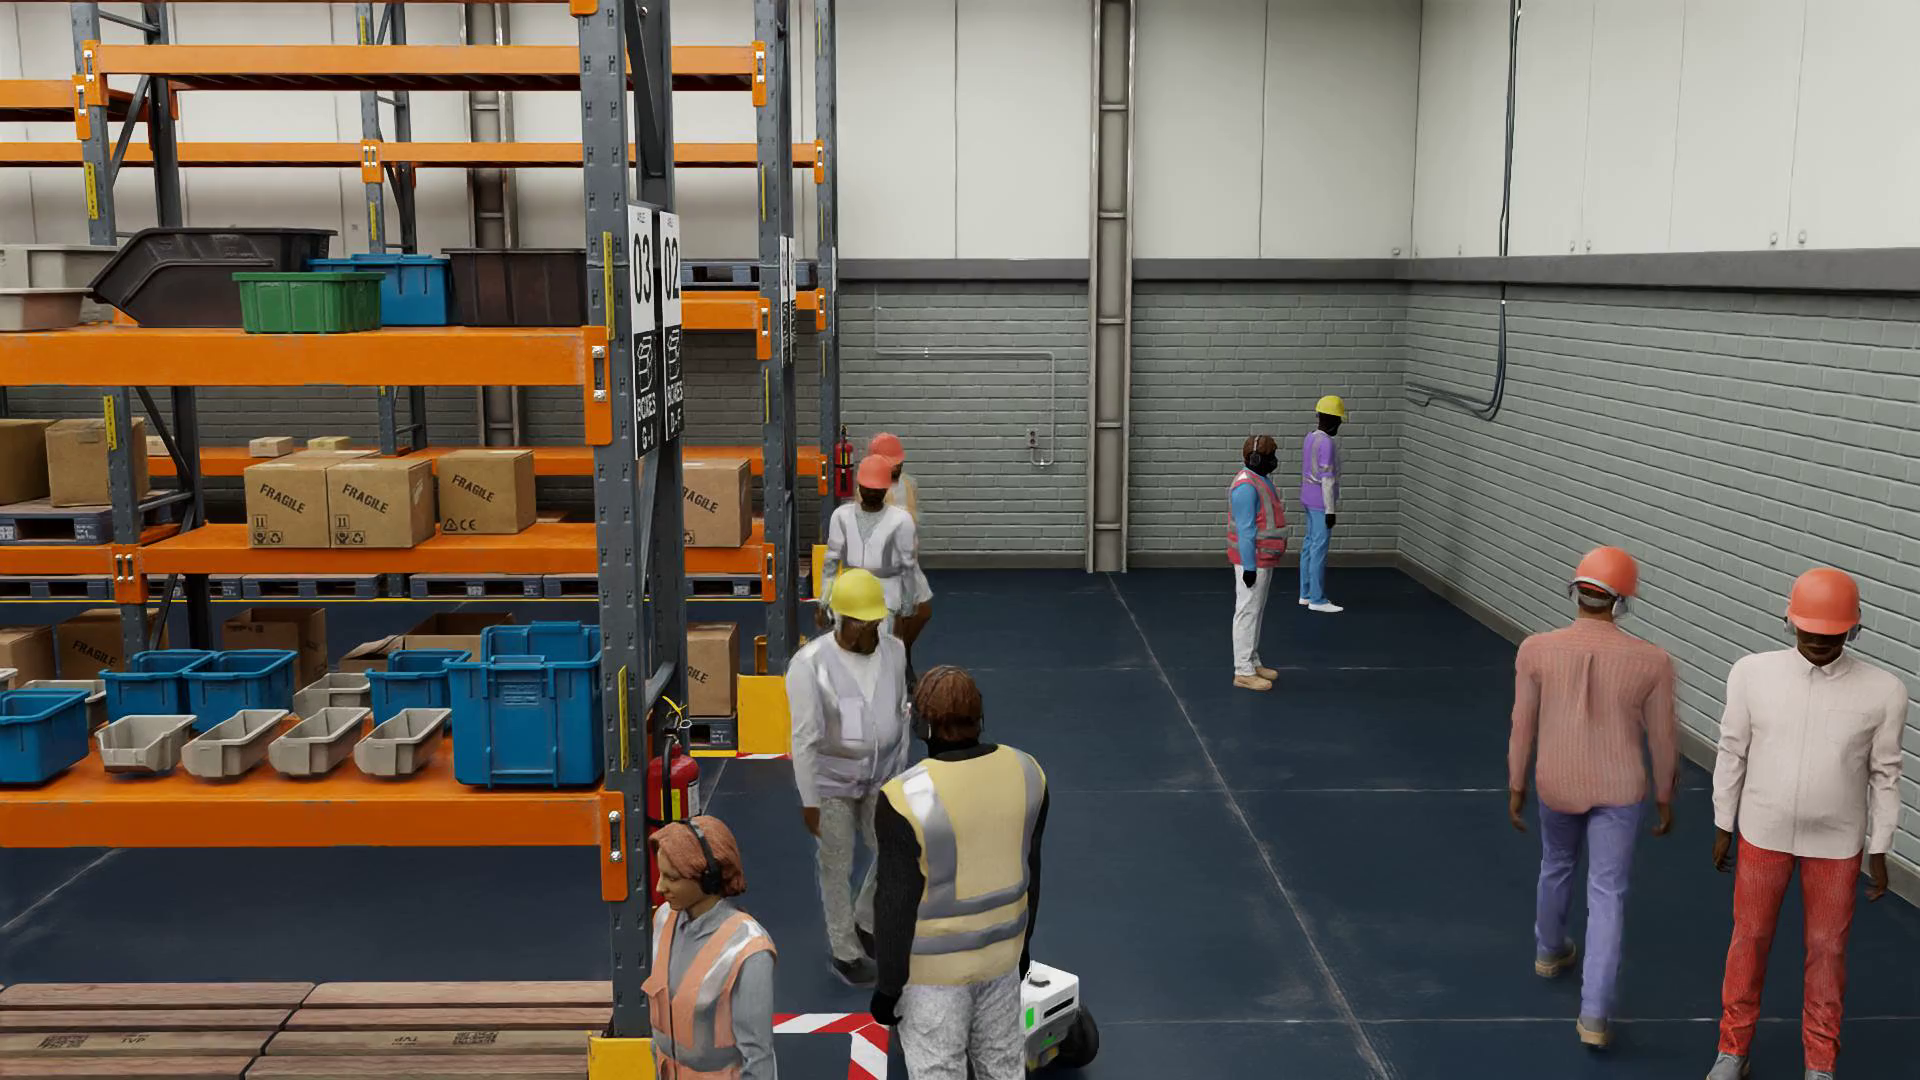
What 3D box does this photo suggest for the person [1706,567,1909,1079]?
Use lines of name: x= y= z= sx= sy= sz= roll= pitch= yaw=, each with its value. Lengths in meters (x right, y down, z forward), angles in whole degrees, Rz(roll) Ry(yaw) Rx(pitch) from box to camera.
person: x=3.045 y=1.071 z=6.024 sx=0.608 sy=1.987 sz=0.388 roll=5 pitch=10 yaw=28

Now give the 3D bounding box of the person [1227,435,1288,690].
person: x=2.162 y=0.152 z=12.101 sx=0.429 sy=1.843 sz=0.633 roll=3 pitch=10 yaw=19

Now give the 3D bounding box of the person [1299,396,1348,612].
person: x=3.223 y=-0.323 z=14.781 sx=0.381 sy=1.919 sz=0.584 roll=-1 pitch=9 yaw=-4

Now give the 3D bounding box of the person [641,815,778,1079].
person: x=-0.647 y=1.513 z=4.404 sx=0.315 sy=1.631 sz=0.523 roll=-8 pitch=12 yaw=-41

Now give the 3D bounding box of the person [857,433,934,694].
person: x=-0.452 y=0.180 z=11.757 sx=0.394 sy=1.902 sz=0.590 roll=8 pitch=12 yaw=41

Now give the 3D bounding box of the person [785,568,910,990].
person: x=-0.444 y=1.000 z=6.986 sx=0.604 sy=1.812 sz=0.422 roll=-6 pitch=11 yaw=-32

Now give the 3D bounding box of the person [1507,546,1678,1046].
person: x=2.565 y=0.985 z=6.753 sx=0.640 sy=1.929 sz=0.989 roll=5 pitch=11 yaw=29

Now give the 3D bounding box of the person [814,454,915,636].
person: x=-0.587 y=0.391 z=10.510 sx=0.556 sy=1.870 sz=1.041 roll=3 pitch=10 yaw=19

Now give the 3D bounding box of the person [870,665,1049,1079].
person: x=-0.023 y=1.291 z=5.135 sx=0.623 sy=1.838 sz=0.430 roll=-7 pitch=12 yaw=-38
